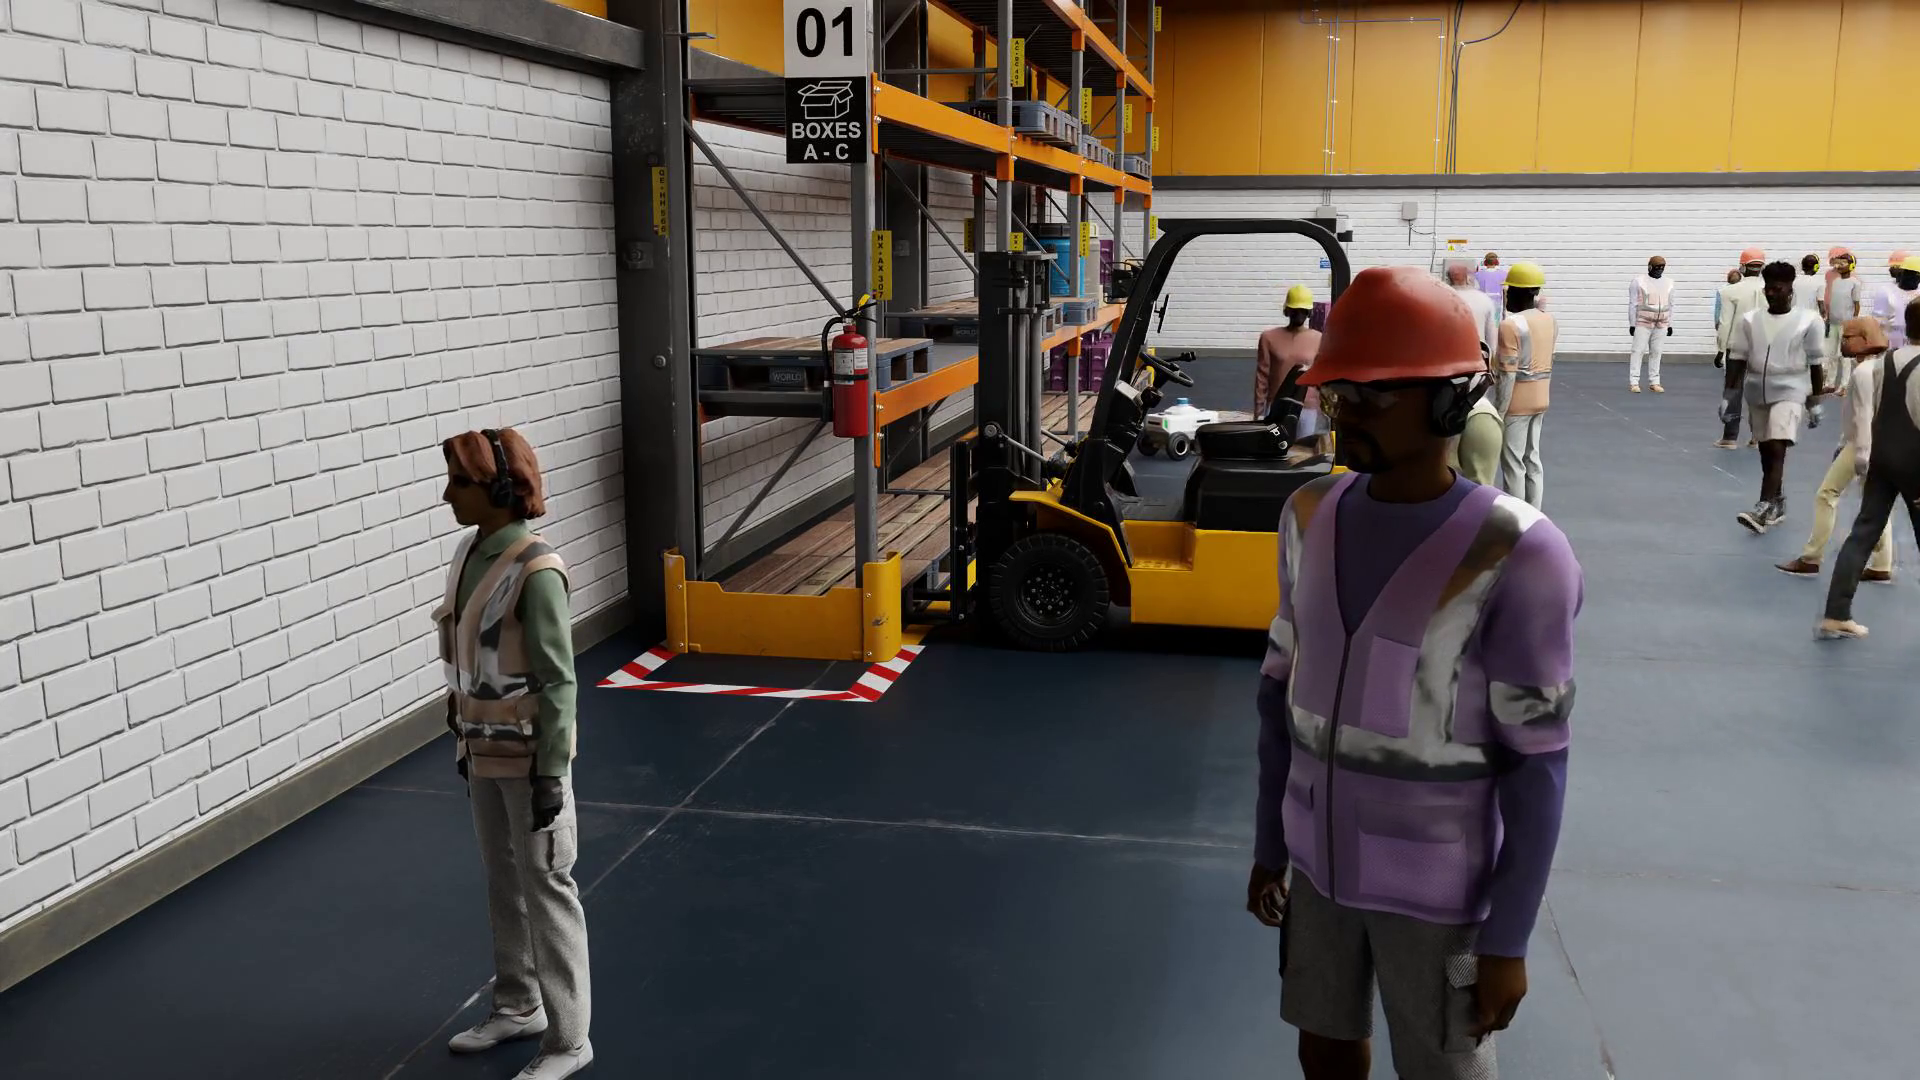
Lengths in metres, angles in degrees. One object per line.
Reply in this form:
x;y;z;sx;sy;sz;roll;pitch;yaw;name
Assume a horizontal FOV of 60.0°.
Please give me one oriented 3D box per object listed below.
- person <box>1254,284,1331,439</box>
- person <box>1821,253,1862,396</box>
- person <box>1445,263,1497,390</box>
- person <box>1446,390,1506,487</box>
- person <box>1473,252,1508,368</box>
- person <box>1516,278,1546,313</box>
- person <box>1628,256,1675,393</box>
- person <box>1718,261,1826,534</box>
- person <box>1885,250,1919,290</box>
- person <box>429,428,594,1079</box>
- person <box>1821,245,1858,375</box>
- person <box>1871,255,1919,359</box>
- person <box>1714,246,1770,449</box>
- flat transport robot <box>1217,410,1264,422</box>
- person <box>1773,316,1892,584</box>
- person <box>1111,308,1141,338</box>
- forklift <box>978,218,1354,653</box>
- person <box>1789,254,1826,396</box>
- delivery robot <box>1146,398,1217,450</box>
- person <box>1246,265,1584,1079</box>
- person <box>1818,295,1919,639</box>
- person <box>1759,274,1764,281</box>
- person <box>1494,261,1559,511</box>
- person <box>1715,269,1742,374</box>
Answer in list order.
2.355;-0.914;11.716;0.554;1.747;0.593;2;10;9;person
11.600;-2.833;21.932;0.328;1.877;0.508;-3;11;-15;person
4.787;-1.702;15.818;0.665;1.857;0.902;1;10;3;person
1.783;0.044;6.320;0.404;1.824;0.586;-4;11;-21;person
8.483;-3.677;26.645;0.572;1.840;0.373;0;10;-2;person
7.502;-2.721;22.066;0.531;1.598;0.540;-4;11;-22;person
9.312;-2.899;22.397;0.624;1.840;0.429;-1;10;-3;person
5.757;-1.017;11.862;0.987;1.911;0.621;-8;13;-38;person
10.894;-2.398;19.377;0.375;1.935;0.550;-1;10;-7;person
-1.101;0.539;4.092;0.309;1.639;0.522;-8;13;-38;person
13.397;-3.488;25.264;0.829;1.969;0.617;0;10;-2;person
9.671;-1.998;17.273;0.631;1.901;0.545;-2;10;-9;person
7.766;-1.890;16.429;0.612;1.995;0.392;0;10;1;person
2.824;-1.194;17.346;0.652;0.197;1.431;-4;11;-22;flat transport robot
5.366;-0.546;10.118;0.731;1.602;0.508;9;14;40;person
2.523;-3.275;24.935;0.621;1.659;0.405;6;12;31;person
1.285;-0.567;8.635;2.313;2.155;1.214;2;11;11;forklift
11.061;-2.805;21.795;0.309;1.868;0.535;-9;14;-41;person
2.111;-1.108;15.816;0.707;0.478;0.477;-8;14;-34;delivery robot
0.721;0.562;2.858;0.375;2.043;0.611;-8;13;-36;person
4.928;-0.366;8.622;0.974;1.799;0.525;-3;11;-17;person
12.589;-3.651;26.455;0.335;1.864;0.521;9;14;41;person
3.762;-0.903;11.199;0.588;1.930;0.364;-9;14;-41;person
11.865;-3.368;25.580;0.513;1.614;0.774;2;10;9;person
